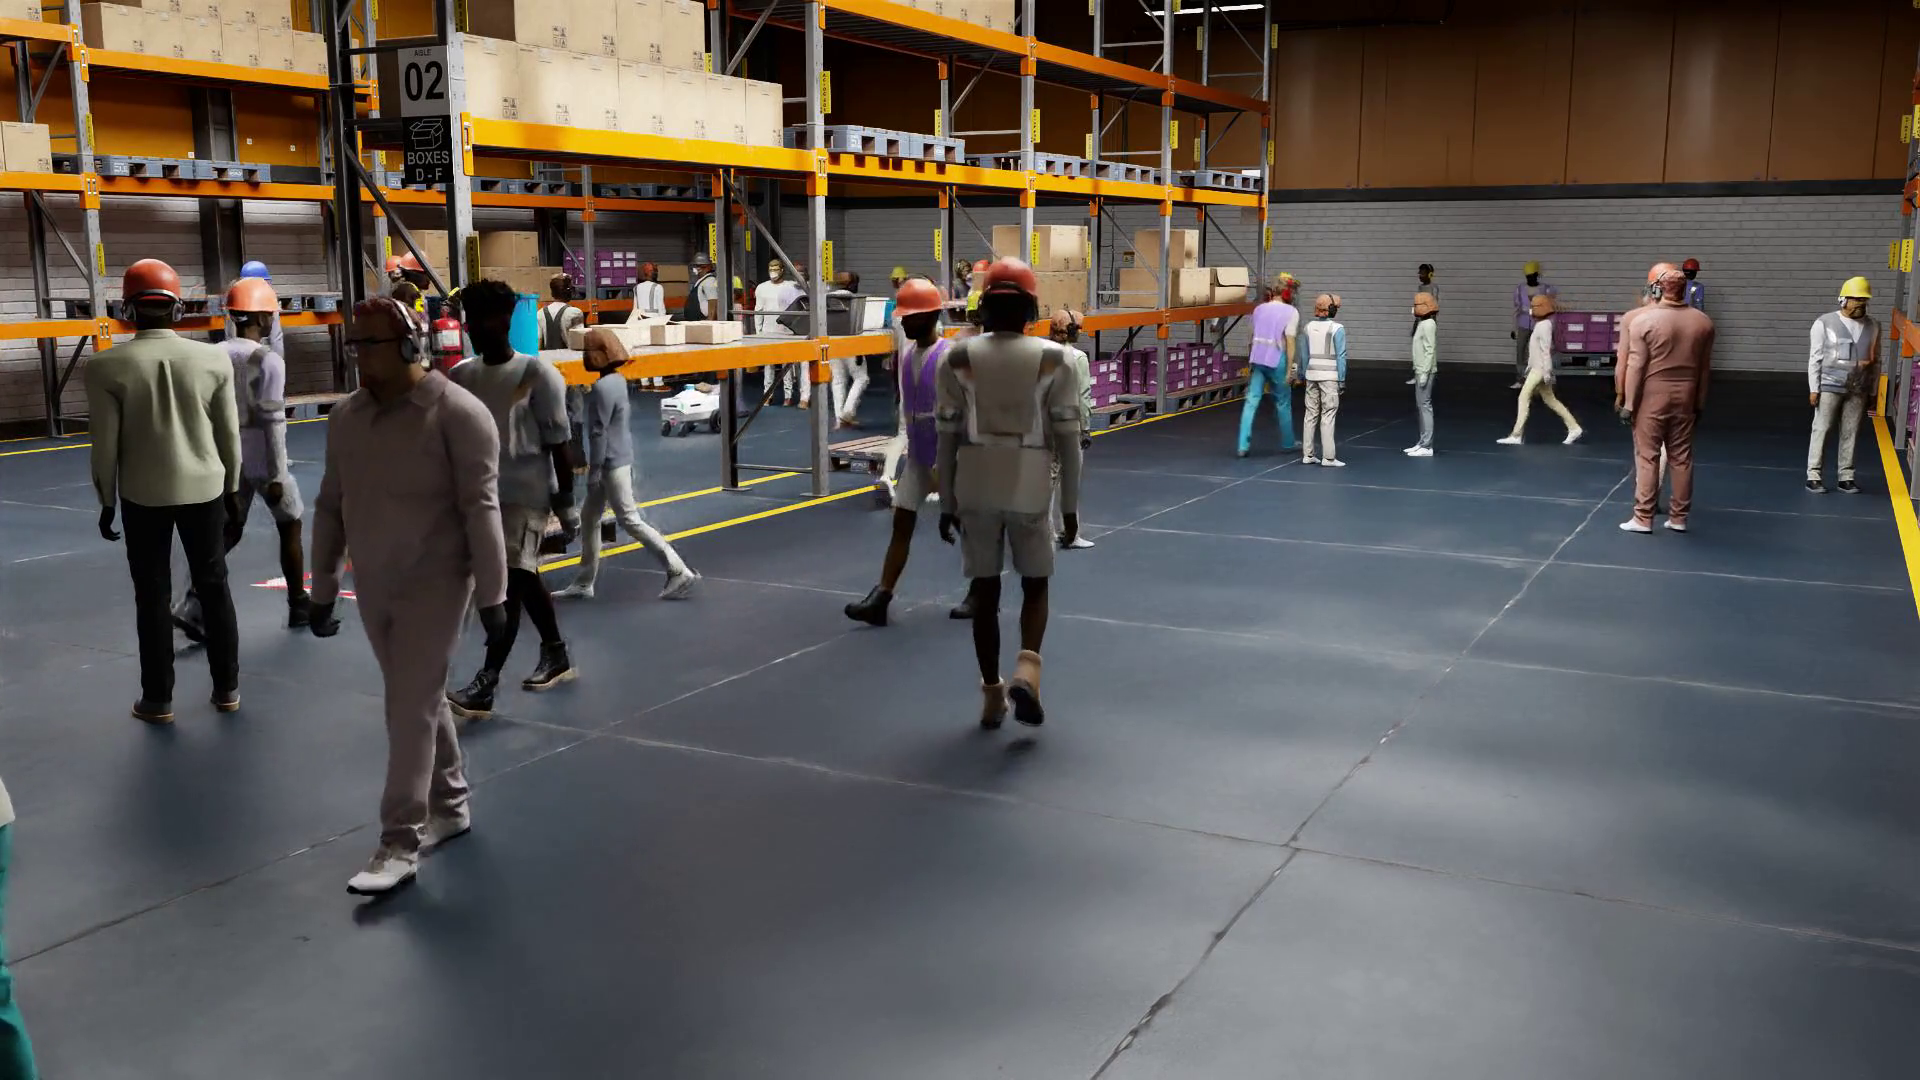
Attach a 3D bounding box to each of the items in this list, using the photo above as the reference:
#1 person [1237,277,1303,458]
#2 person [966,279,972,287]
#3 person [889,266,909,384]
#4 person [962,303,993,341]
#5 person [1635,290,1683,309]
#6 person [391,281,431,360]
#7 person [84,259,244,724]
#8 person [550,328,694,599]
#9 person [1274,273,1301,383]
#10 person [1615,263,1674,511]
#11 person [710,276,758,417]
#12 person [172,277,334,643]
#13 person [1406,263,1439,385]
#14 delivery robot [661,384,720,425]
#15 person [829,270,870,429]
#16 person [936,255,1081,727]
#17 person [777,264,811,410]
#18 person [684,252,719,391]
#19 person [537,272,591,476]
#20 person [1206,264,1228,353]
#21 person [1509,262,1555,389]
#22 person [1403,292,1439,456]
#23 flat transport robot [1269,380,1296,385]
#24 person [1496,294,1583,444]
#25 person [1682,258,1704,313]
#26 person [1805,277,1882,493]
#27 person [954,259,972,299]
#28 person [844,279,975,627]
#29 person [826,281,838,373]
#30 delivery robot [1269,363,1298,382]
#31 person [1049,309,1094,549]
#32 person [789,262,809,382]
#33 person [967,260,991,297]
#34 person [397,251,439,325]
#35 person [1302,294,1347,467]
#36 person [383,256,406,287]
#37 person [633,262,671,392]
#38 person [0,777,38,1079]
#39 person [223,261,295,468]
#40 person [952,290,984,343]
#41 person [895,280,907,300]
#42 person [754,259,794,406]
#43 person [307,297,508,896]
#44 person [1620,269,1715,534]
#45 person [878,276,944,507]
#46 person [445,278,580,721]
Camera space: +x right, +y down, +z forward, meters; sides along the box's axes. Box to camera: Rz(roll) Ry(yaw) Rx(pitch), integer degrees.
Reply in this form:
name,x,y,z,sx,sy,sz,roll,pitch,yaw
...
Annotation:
name,x,y,z,sx,sy,sz,roll,pitch,yaw
person,3.087,-1.705,16.488,0.930,1.783,0.705,-9,13,-43
person,0.088,-3.099,24.255,0.672,1.883,0.610,-4,10,-20
person,-0.906,-3.289,25.577,0.415,1.818,0.594,-2,10,-9
person,0.235,-0.982,12.565,0.530,1.692,0.321,4,10,20
person,9.163,-2.684,21.916,0.635,1.879,0.931,5,11,27
person,-3.995,-0.963,12.112,0.518,1.825,0.968,4,10,20
person,-3.420,-0.206,7.199,0.608,1.995,0.376,-8,13,-39
person,-1.966,-0.432,9.652,0.814,1.598,0.496,-1,10,-5
person,5.050,-3.268,25.722,0.553,1.711,0.501,-3,10,-17
person,5.544,-1.210,13.211,0.632,1.952,1.020,5,11,28
person,-2.812,-2.339,20.253,0.725,1.744,0.529,-6,11,-30
person,-3.752,-0.417,8.694,0.548,1.906,0.917,4,11,21
person,7.117,-3.296,25.466,0.325,1.866,0.565,-3,10,-15
delivery robot,-3.001,-1.490,18.527,0.477,0.478,0.707,6,11,29
person,-1.299,-2.167,19.051,0.633,1.823,0.440,9,13,41
person,0.195,-0.184,7.032,0.617,2.018,0.663,1,10,5
person,-2.071,-2.683,21.880,0.625,1.893,1.007,1,10,5
person,-3.787,-3.210,24.459,0.535,2.000,0.688,-3,10,-18
person,-3.587,-1.497,15.105,0.505,1.847,0.344,4,10,20
person,4.208,-3.606,27.356,0.404,1.829,0.600,3,10,19
person,8.555,-3.185,24.799,0.635,1.888,0.581,6,11,31
person,4.616,-1.647,16.600,0.271,1.631,0.524,2,10,9
flat transport robot,4.366,-2.478,25.336,1.431,0.197,0.652,1,10,7
person,6.172,-1.792,17.525,0.834,1.600,0.494,3,10,18
person,10.993,-3.284,25.184,0.374,1.935,0.552,-8,13,-39
person,7.451,-1.295,14.013,0.595,1.827,0.403,0,10,1
person,0.023,-2.626,21.377,0.373,1.940,0.629,4,11,21
person,-0.180,-0.456,8.999,0.975,1.880,0.554,-9,13,-43
person,-2.285,-3.727,28.028,0.634,1.841,0.429,6,11,30
delivery robot,4.670,-2.524,24.512,0.477,0.478,0.707,-4,10,-22
person,0.710,-0.759,11.431,0.311,1.638,0.522,-7,12,-36
person,-2.539,-3.425,26.155,0.584,1.882,0.345,-4,11,-22
person,0.260,-2.522,20.781,0.368,1.933,0.551,1,10,8
person,-4.716,-1.495,14.526,0.615,2.039,0.382,9,14,43
person,3.450,-1.508,15.766,0.306,1.639,0.524,-7,12,-33
person,-6.813,-2.473,20.354,0.393,1.985,0.611,-2,10,-14
person,-4.505,-3.095,24.249,0.575,1.882,0.361,7,12,34
person,-2.041,0.599,3.229,0.331,1.762,0.536,-1,10,-4
person,-6.576,-1.632,15.591,0.615,1.945,0.404,4,10,20
person,0.164,-1.192,13.725,0.542,1.709,0.895,5,11,26
person,-0.749,-2.823,23.378,0.516,1.640,0.314,-2,10,-9
person,-2.410,-2.729,21.974,0.630,1.940,0.372,1,10,8
person,-1.865,0.173,5.347,0.665,1.874,0.838,5,11,26
person,5.071,-0.993,12.013,0.651,1.906,0.403,-2,10,-10
person,-0.382,-1.181,13.285,0.519,1.848,0.833,5,11,27
person,-2.049,-0.193,7.378,0.634,1.910,1.007,5,11,27
